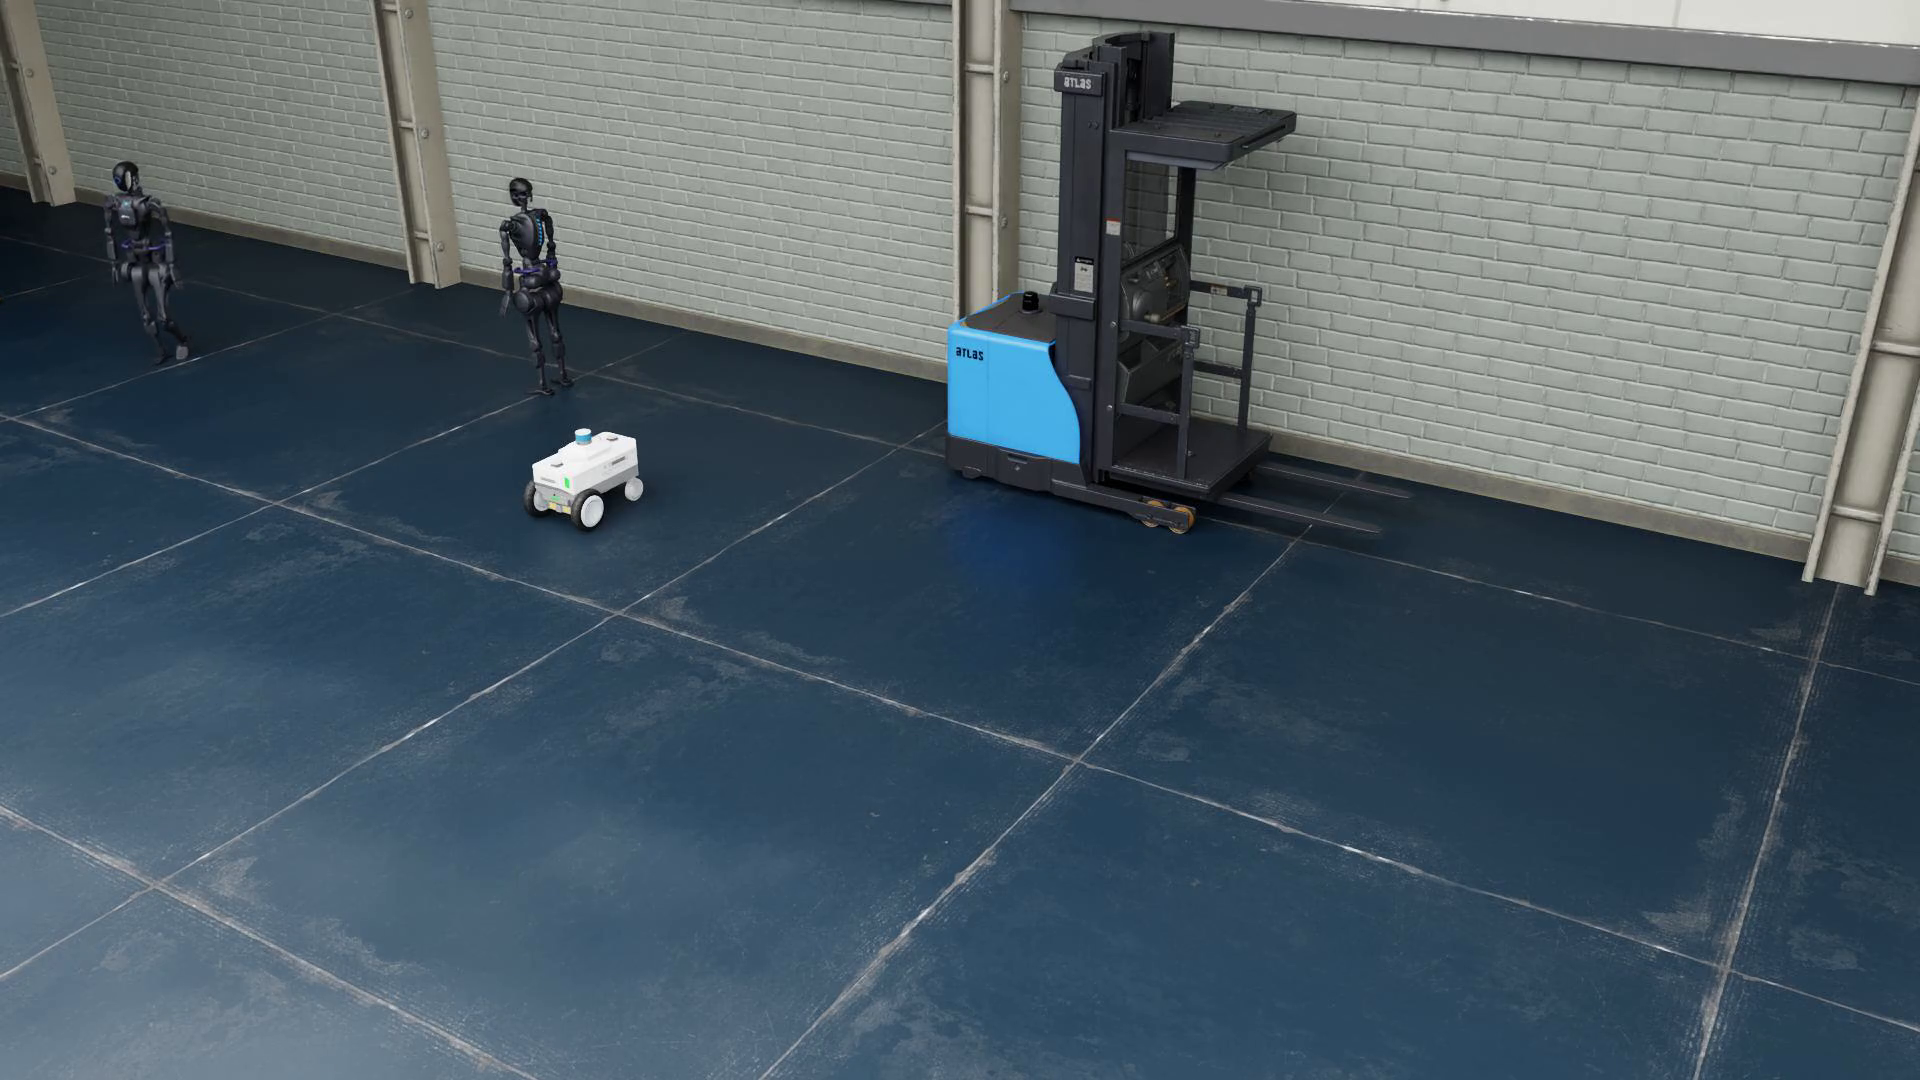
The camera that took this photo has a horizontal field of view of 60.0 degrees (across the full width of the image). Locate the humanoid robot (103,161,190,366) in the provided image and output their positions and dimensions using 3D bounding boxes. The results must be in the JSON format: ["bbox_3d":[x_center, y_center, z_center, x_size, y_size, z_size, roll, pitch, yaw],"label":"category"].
[{"bbox_3d":[-6.501,-2.213,13.289,0.610,1.642,0.364,3,25,5],"label":"humanoid robot"}]

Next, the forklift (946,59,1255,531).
[{"bbox_3d":[0.933,-1.707,10.833,1.873,2.768,1.129,15,29,28],"label":"forklift"}]

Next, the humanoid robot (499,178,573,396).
[{"bbox_3d":[-3.255,-1.934,12.689,0.315,1.655,0.599,15,29,28],"label":"humanoid robot"}]

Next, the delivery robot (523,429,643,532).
[{"bbox_3d":[-2.428,-0.440,10.822,0.499,0.566,0.739,15,29,28],"label":"delivery robot"}]
